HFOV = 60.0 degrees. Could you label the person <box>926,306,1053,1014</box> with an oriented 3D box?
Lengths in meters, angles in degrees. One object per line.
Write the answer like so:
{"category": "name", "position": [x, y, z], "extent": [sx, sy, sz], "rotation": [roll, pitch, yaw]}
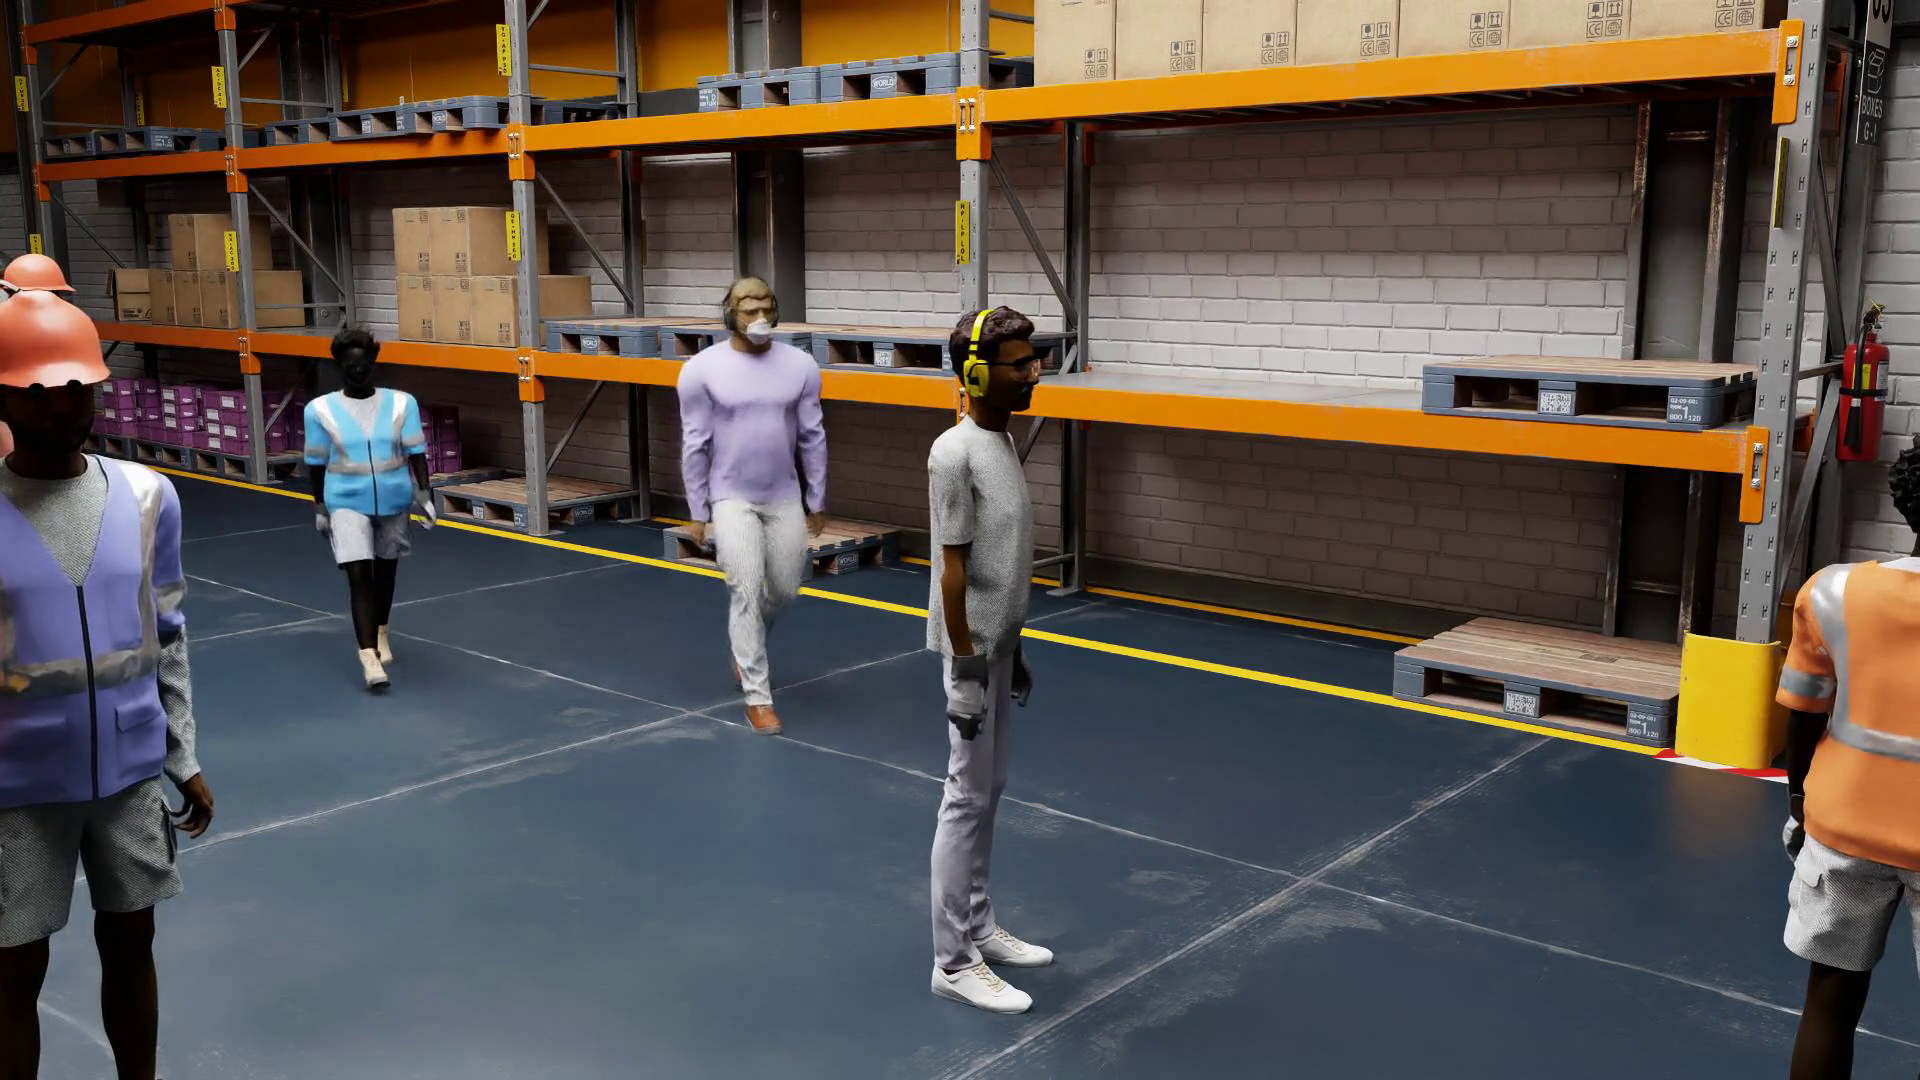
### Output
{"category": "person", "position": [0.084, 0.313, 4.485], "extent": [0.329, 1.873, 0.512], "rotation": [3, 10, 15]}

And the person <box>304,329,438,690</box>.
{"category": "person", "position": [-2.759, -0.159, 7.791], "extent": [0.539, 1.649, 0.868], "rotation": [-6, 11, -29]}

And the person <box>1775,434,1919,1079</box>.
{"category": "person", "position": [1.905, 0.604, 3.317], "extent": [0.316, 1.695, 0.541], "rotation": [-9, 13, -40]}

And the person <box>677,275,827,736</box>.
{"category": "person", "position": [-0.893, -0.175, 7.142], "extent": [0.636, 1.917, 0.771], "rotation": [-4, 11, -24]}

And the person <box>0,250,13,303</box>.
{"category": "person", "position": [-8.040, -1.458, 14.082], "extent": [0.699, 2.000, 0.680], "rotation": [-6, 12, -31]}

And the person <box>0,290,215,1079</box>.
{"category": "person", "position": [-1.807, 0.470, 3.397], "extent": [0.366, 1.939, 0.542], "rotation": [9, 13, 40]}

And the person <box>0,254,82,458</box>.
{"category": "person", "position": [-4.420, -0.375, 8.047], "extent": [0.623, 1.992, 0.396], "rotation": [6, 12, 33]}
